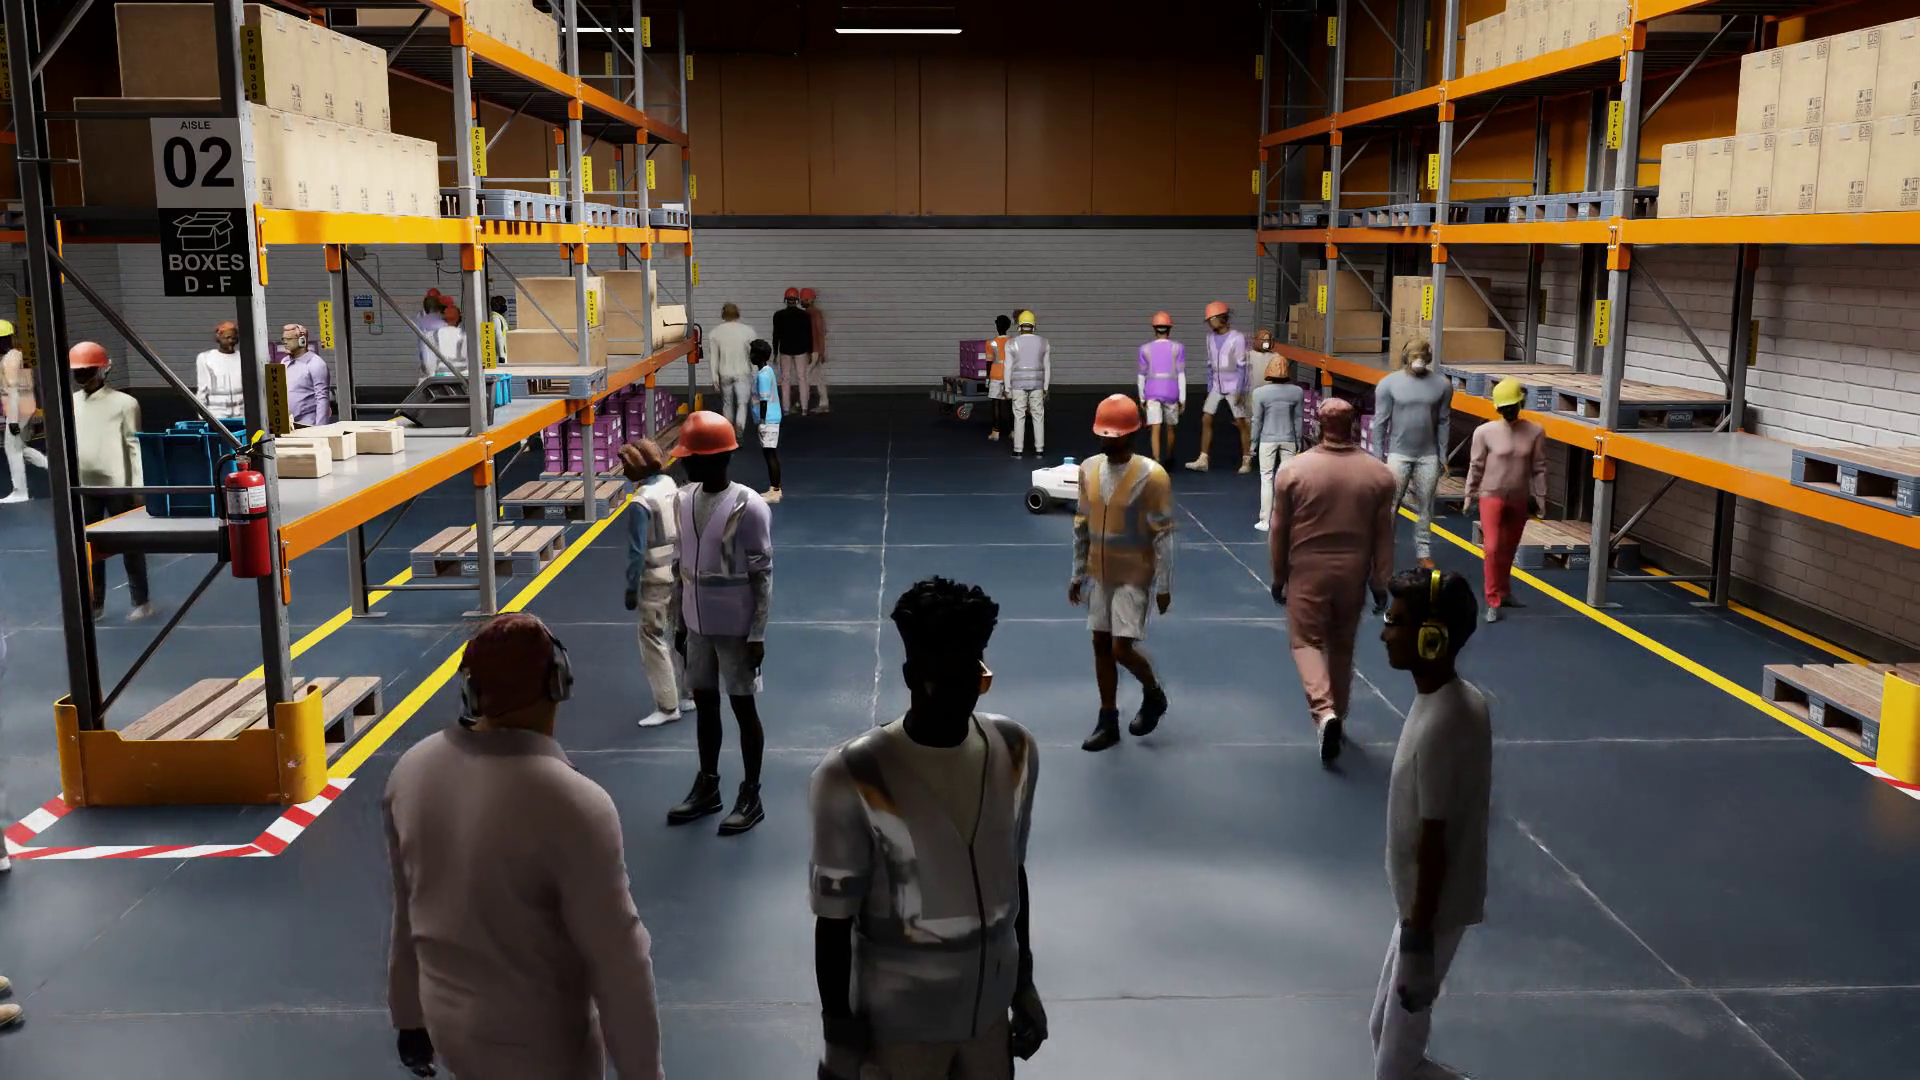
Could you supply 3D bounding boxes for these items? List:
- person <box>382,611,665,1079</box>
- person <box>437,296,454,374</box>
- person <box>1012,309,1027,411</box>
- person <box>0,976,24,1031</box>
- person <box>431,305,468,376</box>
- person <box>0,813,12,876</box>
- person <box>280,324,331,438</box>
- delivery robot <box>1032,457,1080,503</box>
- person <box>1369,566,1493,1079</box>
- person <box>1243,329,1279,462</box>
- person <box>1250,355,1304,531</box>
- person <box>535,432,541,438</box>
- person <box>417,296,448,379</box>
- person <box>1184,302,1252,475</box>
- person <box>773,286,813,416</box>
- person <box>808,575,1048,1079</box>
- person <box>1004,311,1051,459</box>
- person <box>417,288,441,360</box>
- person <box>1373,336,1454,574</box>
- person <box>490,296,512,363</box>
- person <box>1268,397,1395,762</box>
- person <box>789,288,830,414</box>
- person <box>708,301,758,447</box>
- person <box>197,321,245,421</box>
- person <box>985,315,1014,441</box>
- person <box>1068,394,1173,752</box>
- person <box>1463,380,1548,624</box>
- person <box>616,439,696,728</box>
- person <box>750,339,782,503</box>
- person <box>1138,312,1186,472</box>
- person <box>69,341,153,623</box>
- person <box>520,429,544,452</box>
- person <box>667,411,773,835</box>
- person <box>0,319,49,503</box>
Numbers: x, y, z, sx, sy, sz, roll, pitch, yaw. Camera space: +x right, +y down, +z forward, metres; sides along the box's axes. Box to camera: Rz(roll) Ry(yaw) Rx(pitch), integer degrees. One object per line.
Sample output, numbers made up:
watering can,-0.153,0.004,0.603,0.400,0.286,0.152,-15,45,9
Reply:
person,-0.912,1.092,3.695,0.762,1.879,0.525,8,13,36
person,-7.676,-2.653,24.596,0.869,1.868,0.558,-5,11,-26
person,0.979,-2.847,26.388,0.355,1.616,0.516,-2,10,-13
person,-3.473,0.766,5.629,0.345,1.844,0.500,-7,12,-34
person,-6.494,-2.086,21.435,0.610,1.871,0.415,2,10,8
person,-4.430,0.517,6.883,0.849,1.885,0.590,-2,10,-10
person,-6.256,-1.089,15.787,0.638,1.910,0.407,6,12,30
delivery robot,1.074,-0.571,16.408,0.707,0.478,0.477,6,12,32
person,1.281,0.993,4.365,0.673,1.845,0.533,4,11,19
person,3.668,-1.753,20.275,0.500,1.628,0.277,-2,10,-10
person,2.944,-0.894,15.464,0.498,1.632,0.278,-1,10,-3
person,-5.832,-2.256,22.572,0.597,1.810,0.678,2,10,11
person,-7.668,-2.609,24.334,0.815,1.891,0.655,8,13,36
person,3.036,-1.745,19.228,0.733,1.989,0.648,-9,13,-40
person,-2.579,-2.910,25.689,0.622,1.992,0.395,-2,10,-9
person,-0.056,1.039,3.770,0.614,1.962,0.365,-8,13,-36
person,0.826,-1.913,20.579,0.588,1.835,0.404,-1,10,-7
person,-8.407,-3.065,26.713,0.552,1.934,0.364,-2,10,-12
person,3.667,-0.691,13.498,0.637,1.938,0.371,0,10,-1
person,-7.193,-2.899,26.054,0.429,1.844,0.625,-3,11,-18
person,1.949,0.199,8.721,0.640,1.884,0.820,-1,10,-4
person,-2.430,-2.946,25.970,0.889,1.956,0.649,-5,11,-24
person,-2.961,-2.151,21.698,0.634,1.915,0.818,0,10,-2
person,-7.352,-1.265,16.850,0.613,1.870,0.649,-7,12,-34
person,0.580,-2.188,22.496,0.533,1.697,0.318,-4,11,-21
person,0.840,0.176,8.730,0.582,1.911,0.509,10,14,43
person,3.914,-0.296,11.913,0.585,1.721,0.632,-1,10,-5
person,-1.666,0.216,9.351,0.328,1.609,0.644,3,11,17
person,-2.002,-1.225,17.164,0.323,1.686,0.537,0,10,-3
person,2.318,-1.655,19.032,0.561,1.867,1.033,2,10,10
person,-6.026,-0.393,11.682,0.616,2.000,0.385,1,10,4
person,-5.467,-2.046,21.328,0.628,1.837,0.429,-7,12,-34
person,-1.103,0.375,7.555,0.547,1.934,0.376,7,12,33
person,-9.638,-1.326,17.129,0.610,1.903,0.611,-4,11,-21
